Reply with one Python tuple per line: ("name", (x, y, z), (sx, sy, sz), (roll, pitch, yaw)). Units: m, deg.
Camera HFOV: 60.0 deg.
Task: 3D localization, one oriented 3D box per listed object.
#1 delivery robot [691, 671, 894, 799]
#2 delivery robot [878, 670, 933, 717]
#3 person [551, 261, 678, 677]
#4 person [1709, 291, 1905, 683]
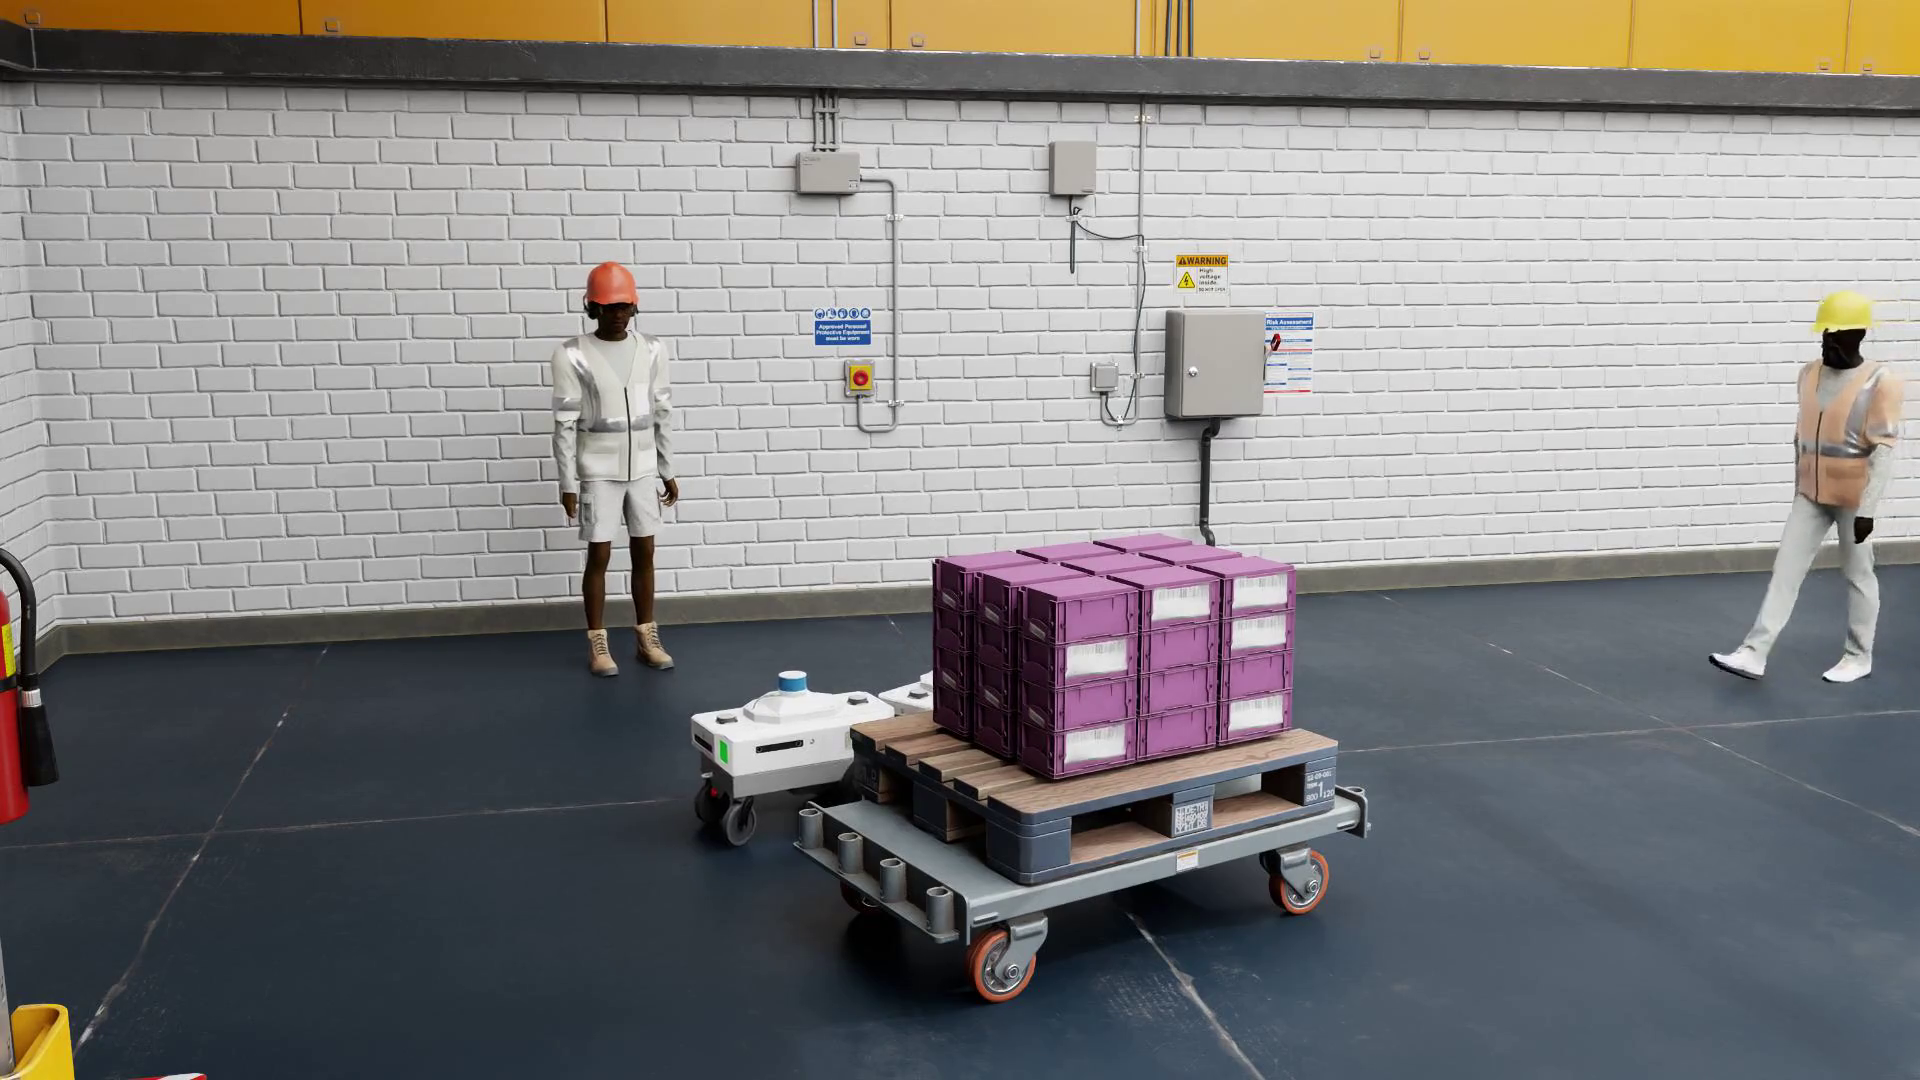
("delivery robot", (-0.610, 0.723, 6.084), (0.707, 0.478, 0.477), (-5, 11, -28))
("delivery robot", (0.011, 0.651, 6.481), (0.477, 0.478, 0.707), (8, 13, 39))
("person", (-1.667, -0.335, 8.136), (0.611, 2.031, 0.417), (-7, 12, -35))
("person", (4.065, -0.218, 7.856), (0.940, 1.880, 0.620), (-4, 11, -21))
